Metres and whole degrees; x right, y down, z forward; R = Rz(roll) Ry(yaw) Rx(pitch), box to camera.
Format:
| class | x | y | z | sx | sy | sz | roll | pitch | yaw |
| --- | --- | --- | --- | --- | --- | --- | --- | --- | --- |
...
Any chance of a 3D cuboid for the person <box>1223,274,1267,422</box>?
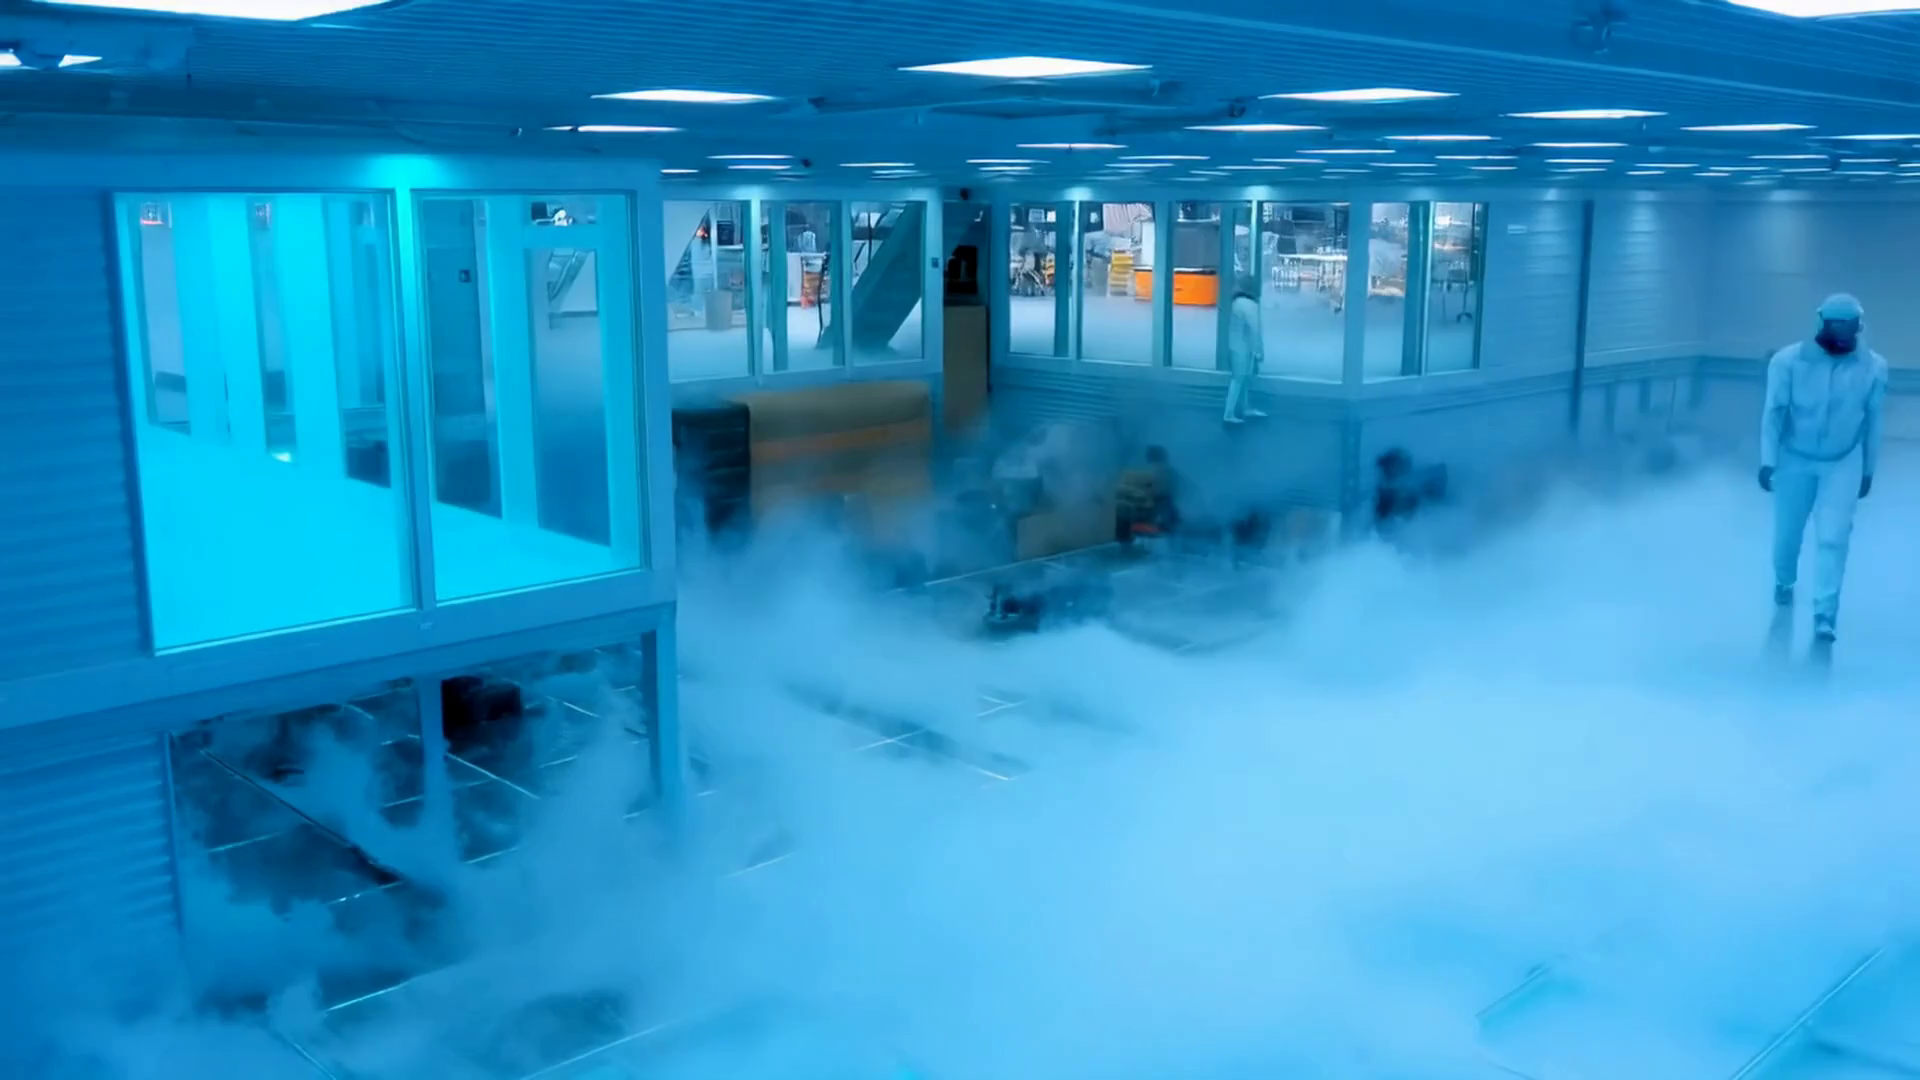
| class | x | y | z | sx | sy | sz | roll | pitch | yaw |
| --- | --- | --- | --- | --- | --- | --- | --- | --- | --- |
| person | 3.179 | -2.086 | 18.170 | 0.726 | 1.602 | 0.525 | -4 | 12 | -19 |

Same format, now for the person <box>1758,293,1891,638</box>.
| class | x | y | z | sx | sy | sz | roll | pitch | yaw |
| --- | --- | --- | --- | --- | --- | --- | --- | --- | --- |
| person | 4.821 | -0.455 | 9.340 | 0.636 | 1.870 | 0.950 | 5 | 12 | 22 |
